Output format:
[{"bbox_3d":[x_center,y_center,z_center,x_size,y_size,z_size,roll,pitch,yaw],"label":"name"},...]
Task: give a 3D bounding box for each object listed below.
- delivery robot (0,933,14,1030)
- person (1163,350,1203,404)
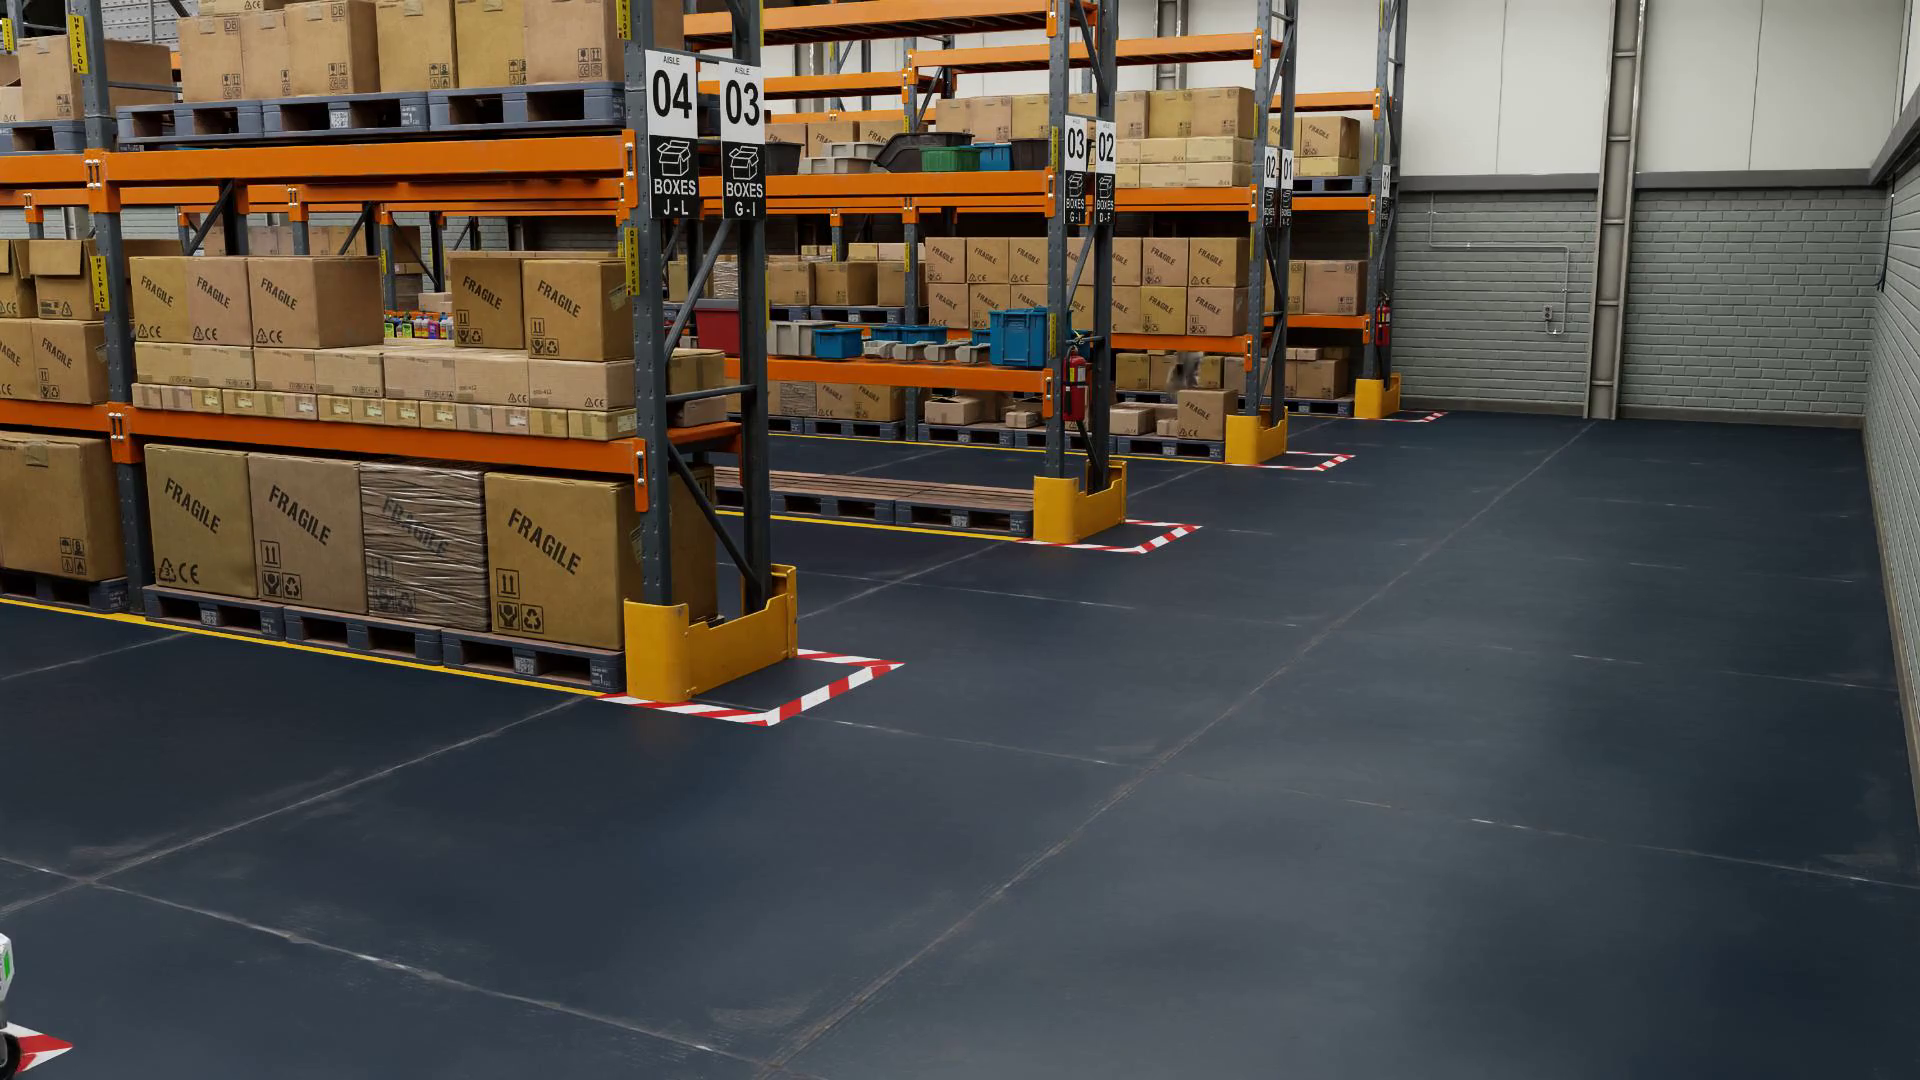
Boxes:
[{"bbox_3d":[-2.938,1.231,4.429,0.477,0.478,0.707,9,14,39],"label":"delivery robot"},{"bbox_3d":[2.628,-2.093,19.291,0.483,1.857,0.590,5,12,27],"label":"person"}]
